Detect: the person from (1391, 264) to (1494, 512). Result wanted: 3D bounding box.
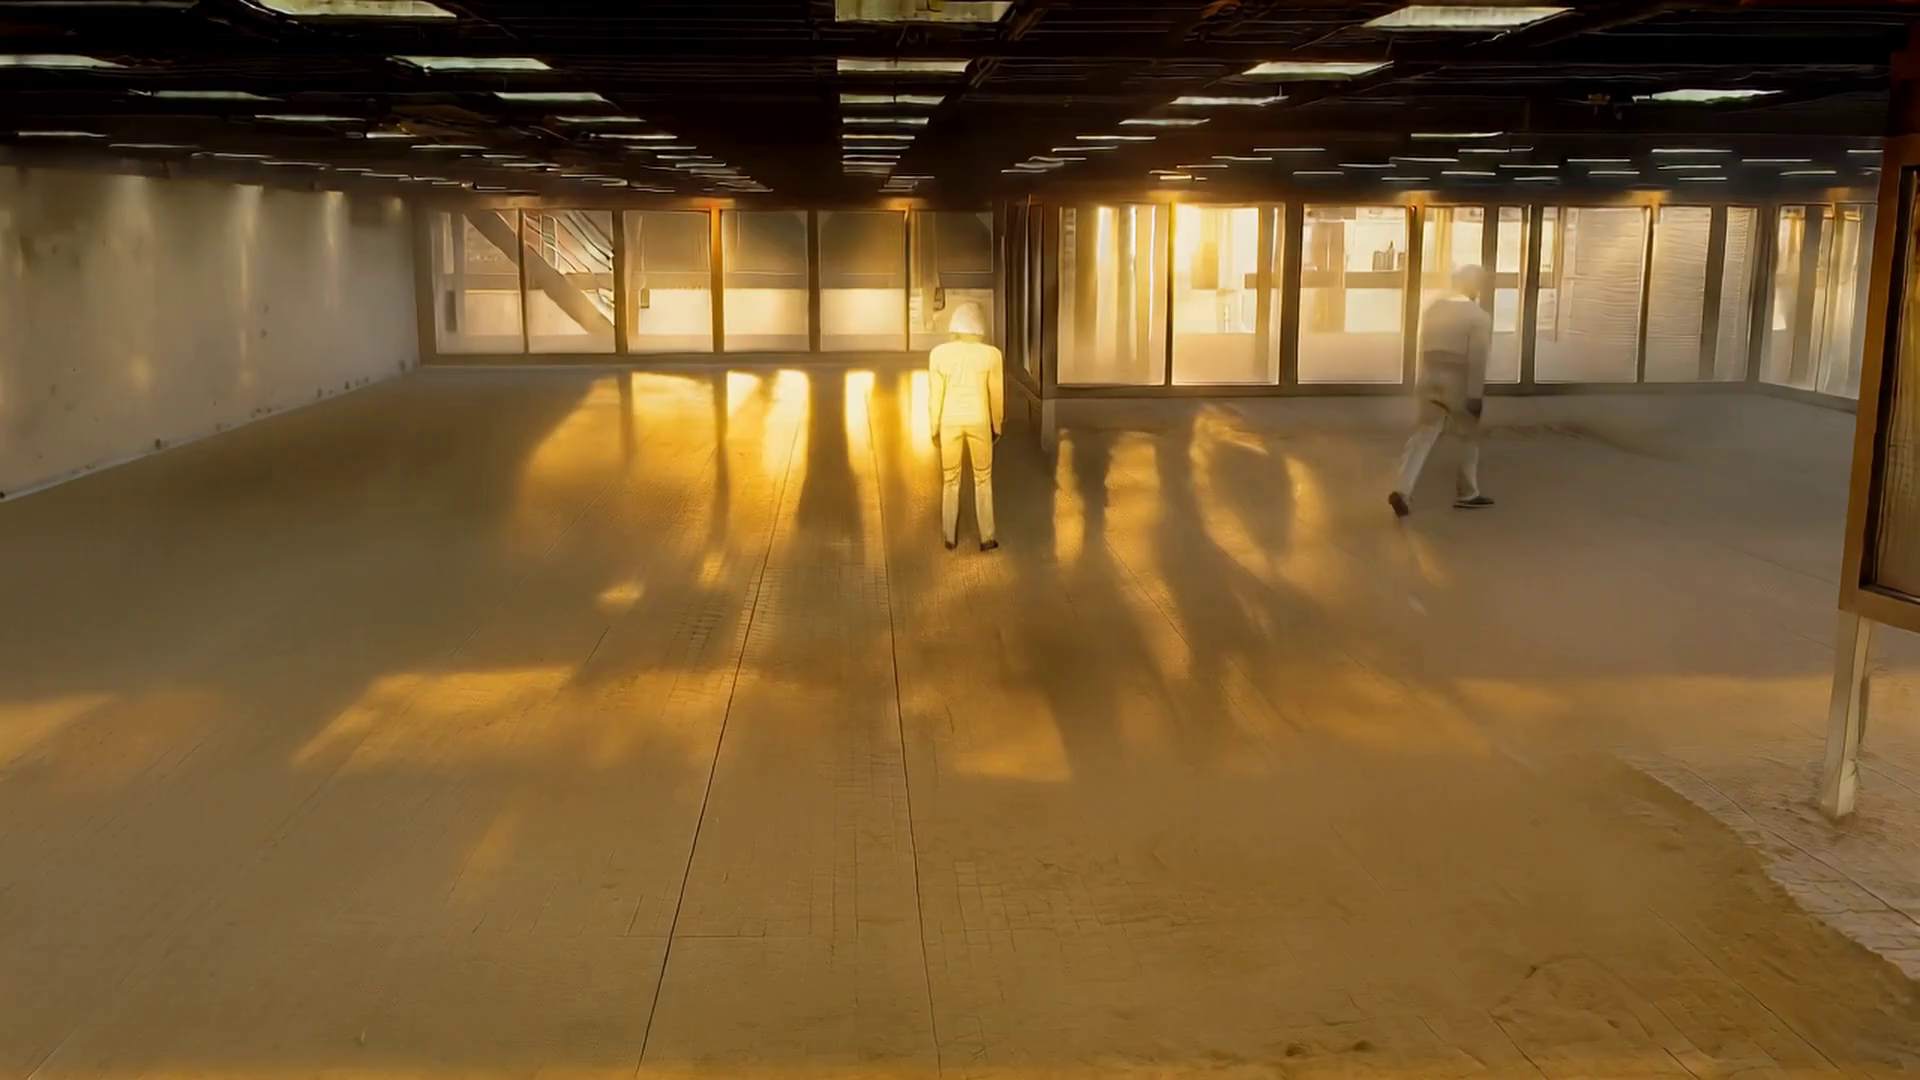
[{"bbox_3d":[3.637,-1.112,12.335,0.952,1.860,0.667,-7,13,-35],"label":"person"}]

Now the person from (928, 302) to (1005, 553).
[{"bbox_3d":[0.044,-0.725,10.831,0.500,1.634,0.286,2,11,13],"label":"person"}]
